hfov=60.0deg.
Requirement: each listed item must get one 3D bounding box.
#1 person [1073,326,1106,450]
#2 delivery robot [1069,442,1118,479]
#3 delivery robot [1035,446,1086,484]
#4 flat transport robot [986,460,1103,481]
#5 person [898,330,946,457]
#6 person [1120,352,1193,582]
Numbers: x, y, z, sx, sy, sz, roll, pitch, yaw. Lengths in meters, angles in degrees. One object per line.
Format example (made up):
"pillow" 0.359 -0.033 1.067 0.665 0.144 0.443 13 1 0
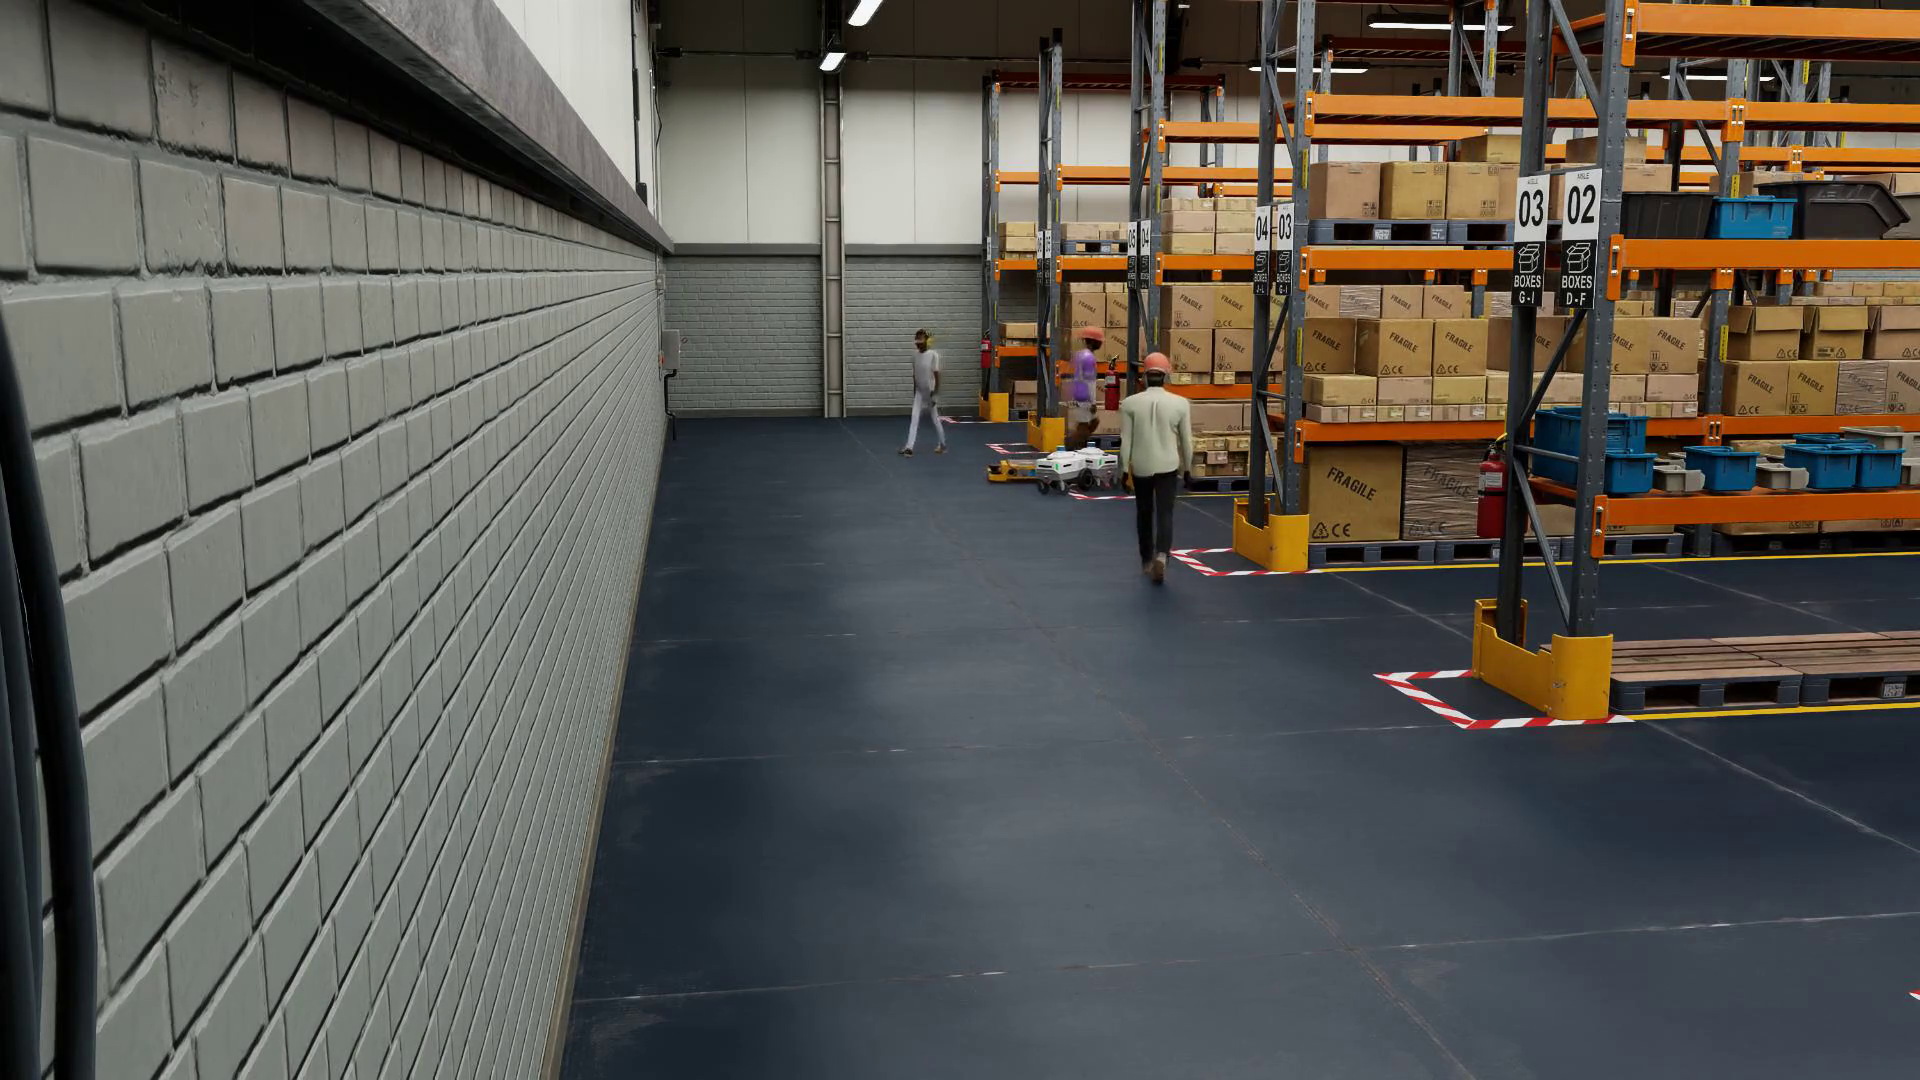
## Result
"person" 1.720 -1.919 22.356 0.485 1.912 0.558 -1 9 -4
"delivery robot" 1.601 -0.955 20.322 0.477 0.478 0.707 -7 12 -37
"delivery robot" 1.202 -0.884 19.882 0.477 0.478 0.707 6 11 34
"flat transport robot" 1.065 -0.890 21.078 1.431 0.197 0.652 0 9 -2
"person" -0.492 -2.104 23.848 0.539 1.817 1.000 6 11 32
"person" 1.688 -0.631 14.298 0.630 1.964 0.917 1 9 7
